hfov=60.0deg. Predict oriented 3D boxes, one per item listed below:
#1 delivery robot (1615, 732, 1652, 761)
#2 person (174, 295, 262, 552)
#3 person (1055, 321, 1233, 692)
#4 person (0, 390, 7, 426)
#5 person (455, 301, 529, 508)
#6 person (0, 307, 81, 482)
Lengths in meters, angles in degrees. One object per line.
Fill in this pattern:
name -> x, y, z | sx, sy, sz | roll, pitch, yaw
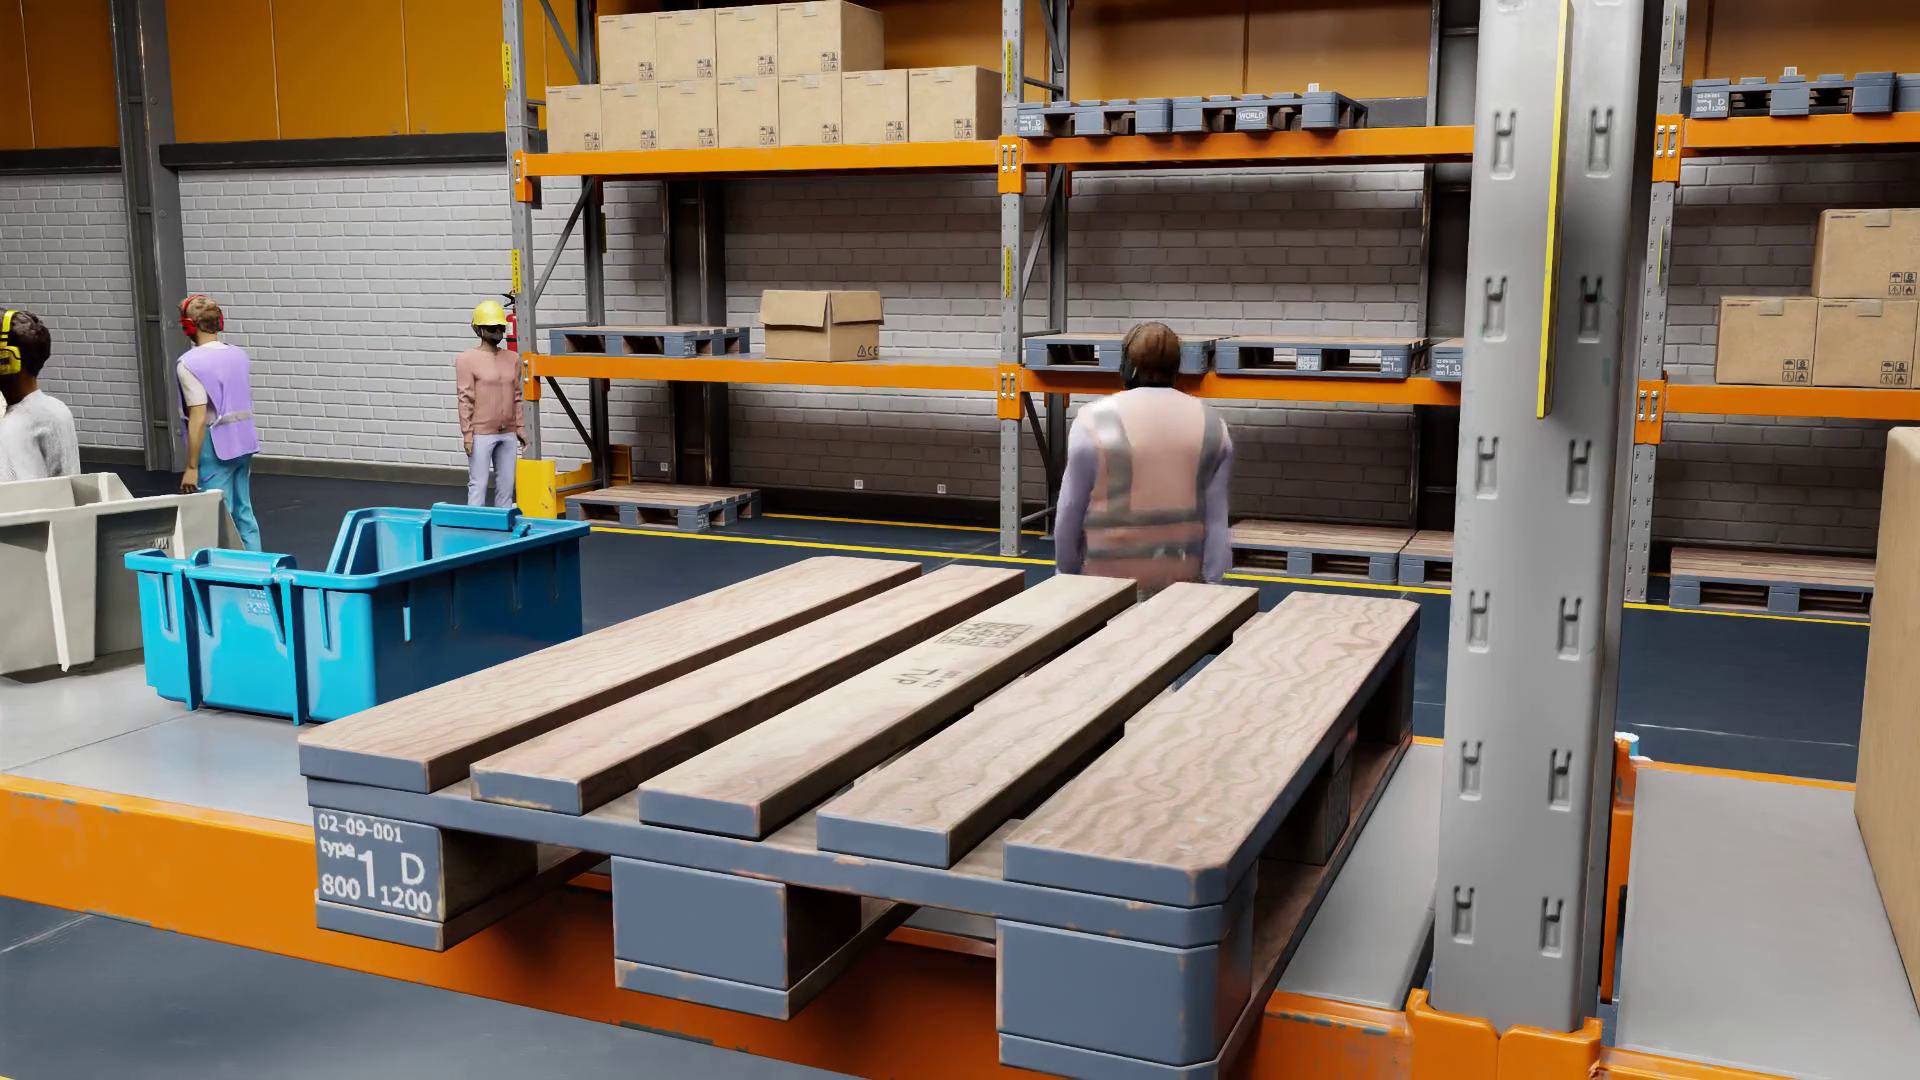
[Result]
delivery robot -> 2.047, 0.843, 5.187 | 0.707, 0.478, 0.477 | 6, 11, 32
person -> -4.146, -0.444, 9.328 | 0.391, 1.841, 0.564 | 1, 10, 8
person -> 0.684, 0.127, 5.988 | 0.617, 1.819, 0.804 | -3, 10, -18
person -> -5.908, -0.547, 10.098 | 0.879, 1.801, 0.598 | 4, 10, 23
person -> -3.132, -0.717, 11.192 | 0.314, 1.768, 0.526 | 7, 12, 35
person -> -3.179, 0.141, 5.737 | 0.335, 1.873, 0.521 | -3, 10, -17
